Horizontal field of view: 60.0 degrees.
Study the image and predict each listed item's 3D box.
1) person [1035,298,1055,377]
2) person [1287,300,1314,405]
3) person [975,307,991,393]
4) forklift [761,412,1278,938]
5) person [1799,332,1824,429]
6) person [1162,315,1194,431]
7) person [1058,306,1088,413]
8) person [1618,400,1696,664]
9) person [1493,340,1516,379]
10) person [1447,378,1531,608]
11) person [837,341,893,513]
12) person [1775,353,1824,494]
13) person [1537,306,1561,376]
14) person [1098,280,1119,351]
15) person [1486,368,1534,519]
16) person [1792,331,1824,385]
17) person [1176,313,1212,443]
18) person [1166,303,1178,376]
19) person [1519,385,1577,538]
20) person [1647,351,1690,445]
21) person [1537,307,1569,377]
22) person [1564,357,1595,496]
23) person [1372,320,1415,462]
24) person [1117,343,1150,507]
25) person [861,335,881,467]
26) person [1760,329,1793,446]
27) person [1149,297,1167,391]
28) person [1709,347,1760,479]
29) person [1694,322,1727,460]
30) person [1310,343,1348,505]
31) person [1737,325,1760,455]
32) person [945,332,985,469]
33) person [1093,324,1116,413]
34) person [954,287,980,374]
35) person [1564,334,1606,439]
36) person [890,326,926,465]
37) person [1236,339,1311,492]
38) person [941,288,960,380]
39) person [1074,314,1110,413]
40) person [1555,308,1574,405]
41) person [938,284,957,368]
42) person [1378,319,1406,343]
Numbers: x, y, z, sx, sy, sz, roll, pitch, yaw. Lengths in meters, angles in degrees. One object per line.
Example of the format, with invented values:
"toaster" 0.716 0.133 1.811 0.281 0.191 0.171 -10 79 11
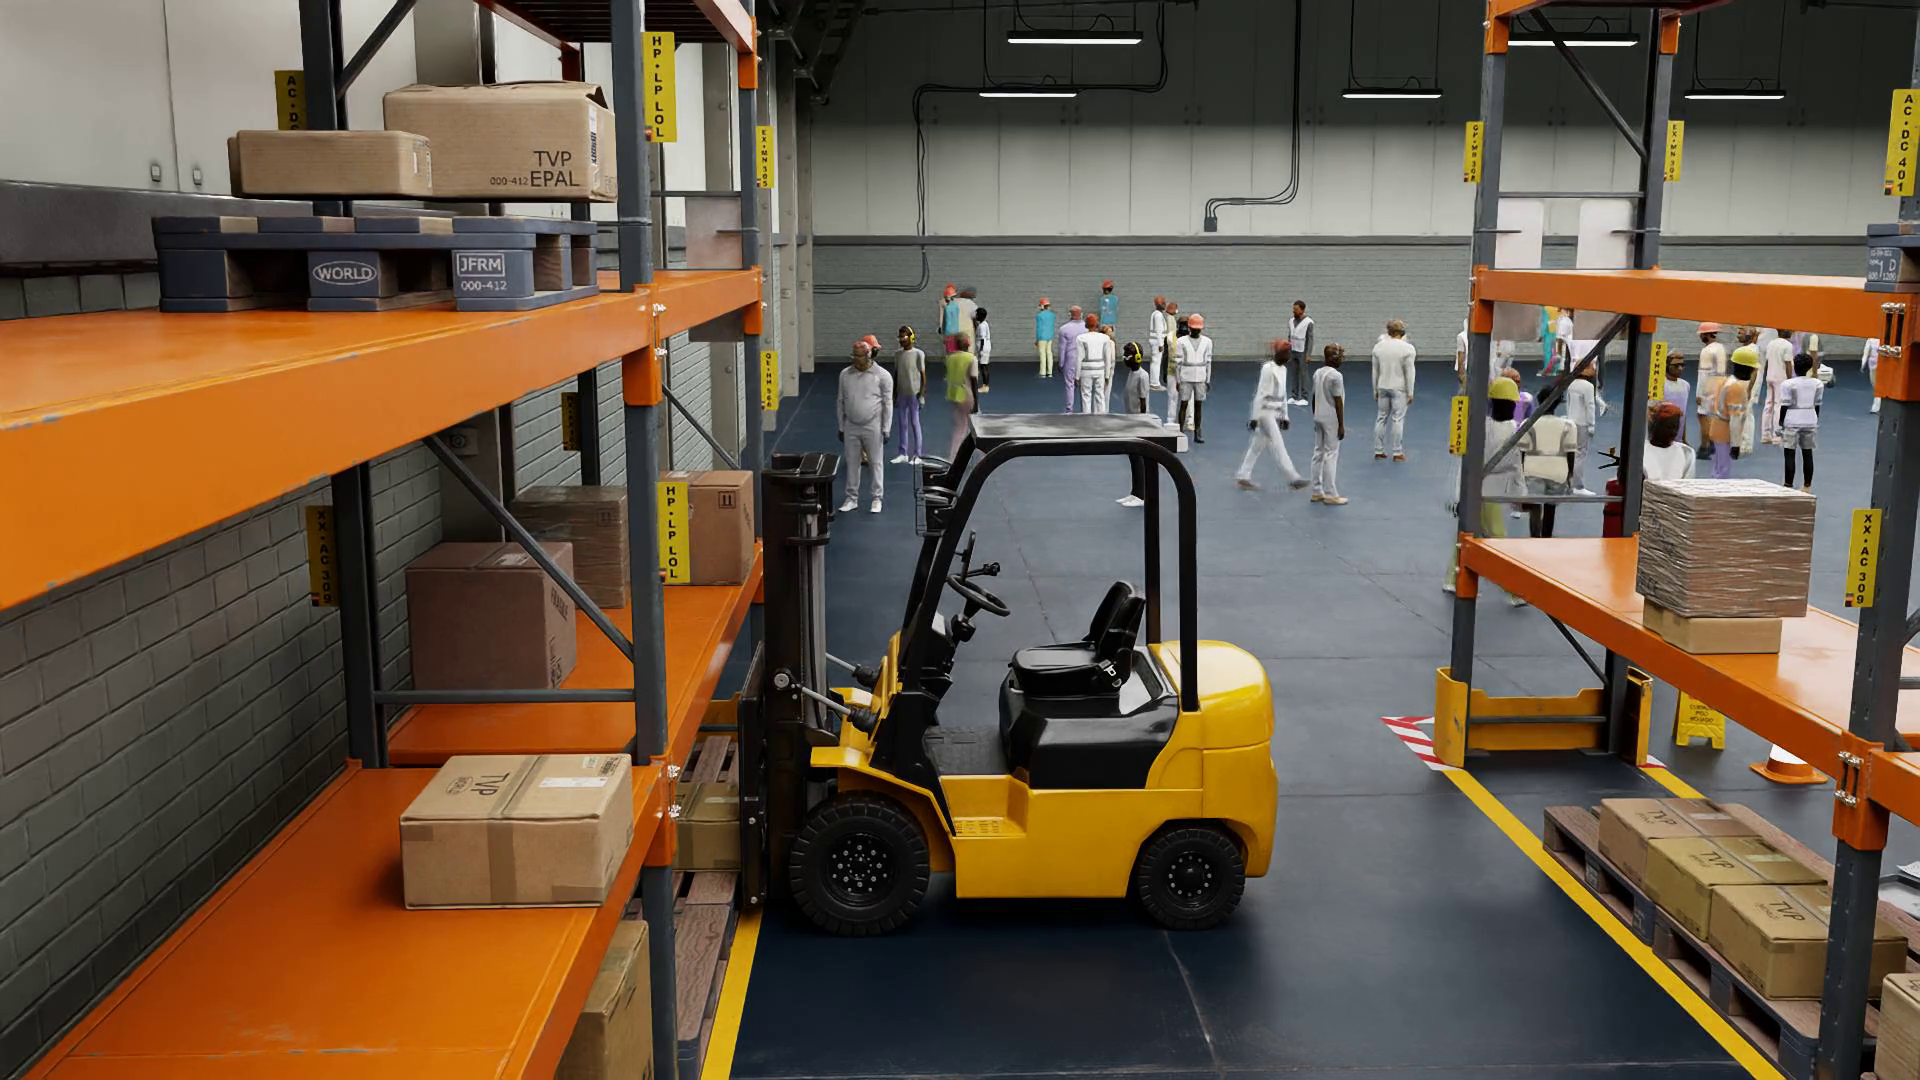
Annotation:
"person" 1.858 -4.476 36.792 0.330 1.750 0.572 9 14 41
"person" 6.248 -3.433 30.529 0.393 1.919 0.590 -6 12 -29
"person" 0.449 -3.760 32.993 0.318 1.692 0.537 1 10 4
"forklift" 0.291 0.548 7.580 2.313 2.155 1.214 0 10 -2
"person" 13.672 -2.719 26.768 0.393 1.839 0.563 3 11 17
"person" 3.513 -2.636 26.339 0.625 1.838 0.430 2 10 11
"person" 1.954 -3.012 28.212 0.643 1.909 0.410 -3 11 -17
"person" 4.927 -0.051 11.808 0.582 1.880 0.379 -1 10 -6
"person" 10.768 -3.715 32.717 0.581 1.703 0.352 -7 13 -36
"person" 4.445 -0.394 13.709 0.635 1.873 0.984 -9 14 -42
"person" -1.066 -1.240 18.366 0.643 1.902 0.400 3 11 18
"person" 9.819 -1.340 19.483 0.535 1.697 0.322 -1 10 -7
"person" 13.161 -4.597 37.010 0.630 1.917 0.396 -7 12 -32
"person" 3.595 -5.302 40.587 0.377 2.045 0.605 10 14 44
"person" 5.927 -1.039 17.995 0.514 1.634 0.313 1 10 6
"person" 17.407 -4.018 34.111 0.509 1.796 0.927 -1 10 -7
"person" 3.467 -2.387 24.659 0.547 1.934 0.386 -1 10 -4
"person" 4.694 -4.442 36.937 0.265 1.632 0.508 2 10 12
"person" 5.446 -0.598 15.468 0.540 1.664 0.834 3 10 14
"person" 7.496 -1.079 17.619 0.507 1.845 0.343 -4 11 -20
"person" 13.114 -4.390 36.394 0.537 1.721 0.861 -7 12 -35
"person" 7.350 -1.346 19.685 0.282 1.636 0.500 -2 10 -11
"person" 5.901 -2.032 22.692 0.630 1.932 0.364 10 14 43
"person" 1.976 -1.306 18.853 0.335 1.860 0.508 -2 10 -10
"person" -1.200 -1.852 22.167 0.323 1.755 0.563 1 10 5
"person" 12.041 -2.305 24.445 0.346 1.847 0.506 -2 10 -11
"person" 3.997 -3.957 33.544 0.355 1.883 0.572 0 10 -2
"person" 8.065 -1.066 17.386 0.420 1.909 0.626 4 11 19
"person" 10.270 -2.063 22.871 0.594 1.923 0.412 -9 14 -42
"person" 4.210 -1.318 18.967 0.345 1.840 0.504 -5 11 -24
"person" 11.058 -2.122 23.424 0.328 1.844 0.511 2 10 11
"person" 0.151 -1.818 21.843 0.696 1.807 0.596 -9 13 -40
"person" 2.383 -2.726 27.363 0.311 1.638 0.523 8 13 37
"person" 0.140 -4.744 37.486 0.742 2.000 0.542 4 11 23
"person" 9.495 -2.493 25.317 0.592 1.910 0.378 4 11 23
"person" -0.695 -1.941 22.352 0.523 1.870 0.317 7 12 35
"person" 3.795 -1.483 19.916 1.034 1.821 0.594 6 12 28
"person" -0.208 -4.455 36.006 0.381 1.994 0.620 4 11 20
"person" 2.032 -2.528 25.583 0.584 1.881 0.337 -3 11 -18
"person" 11.132 -3.430 30.431 0.482 1.942 0.627 8 13 37
"person" -0.223 -5.091 39.547 0.622 1.992 0.396 -3 11 -16
"person" 7.655 -3.107 29.526 0.528 1.627 0.423 5 11 24
